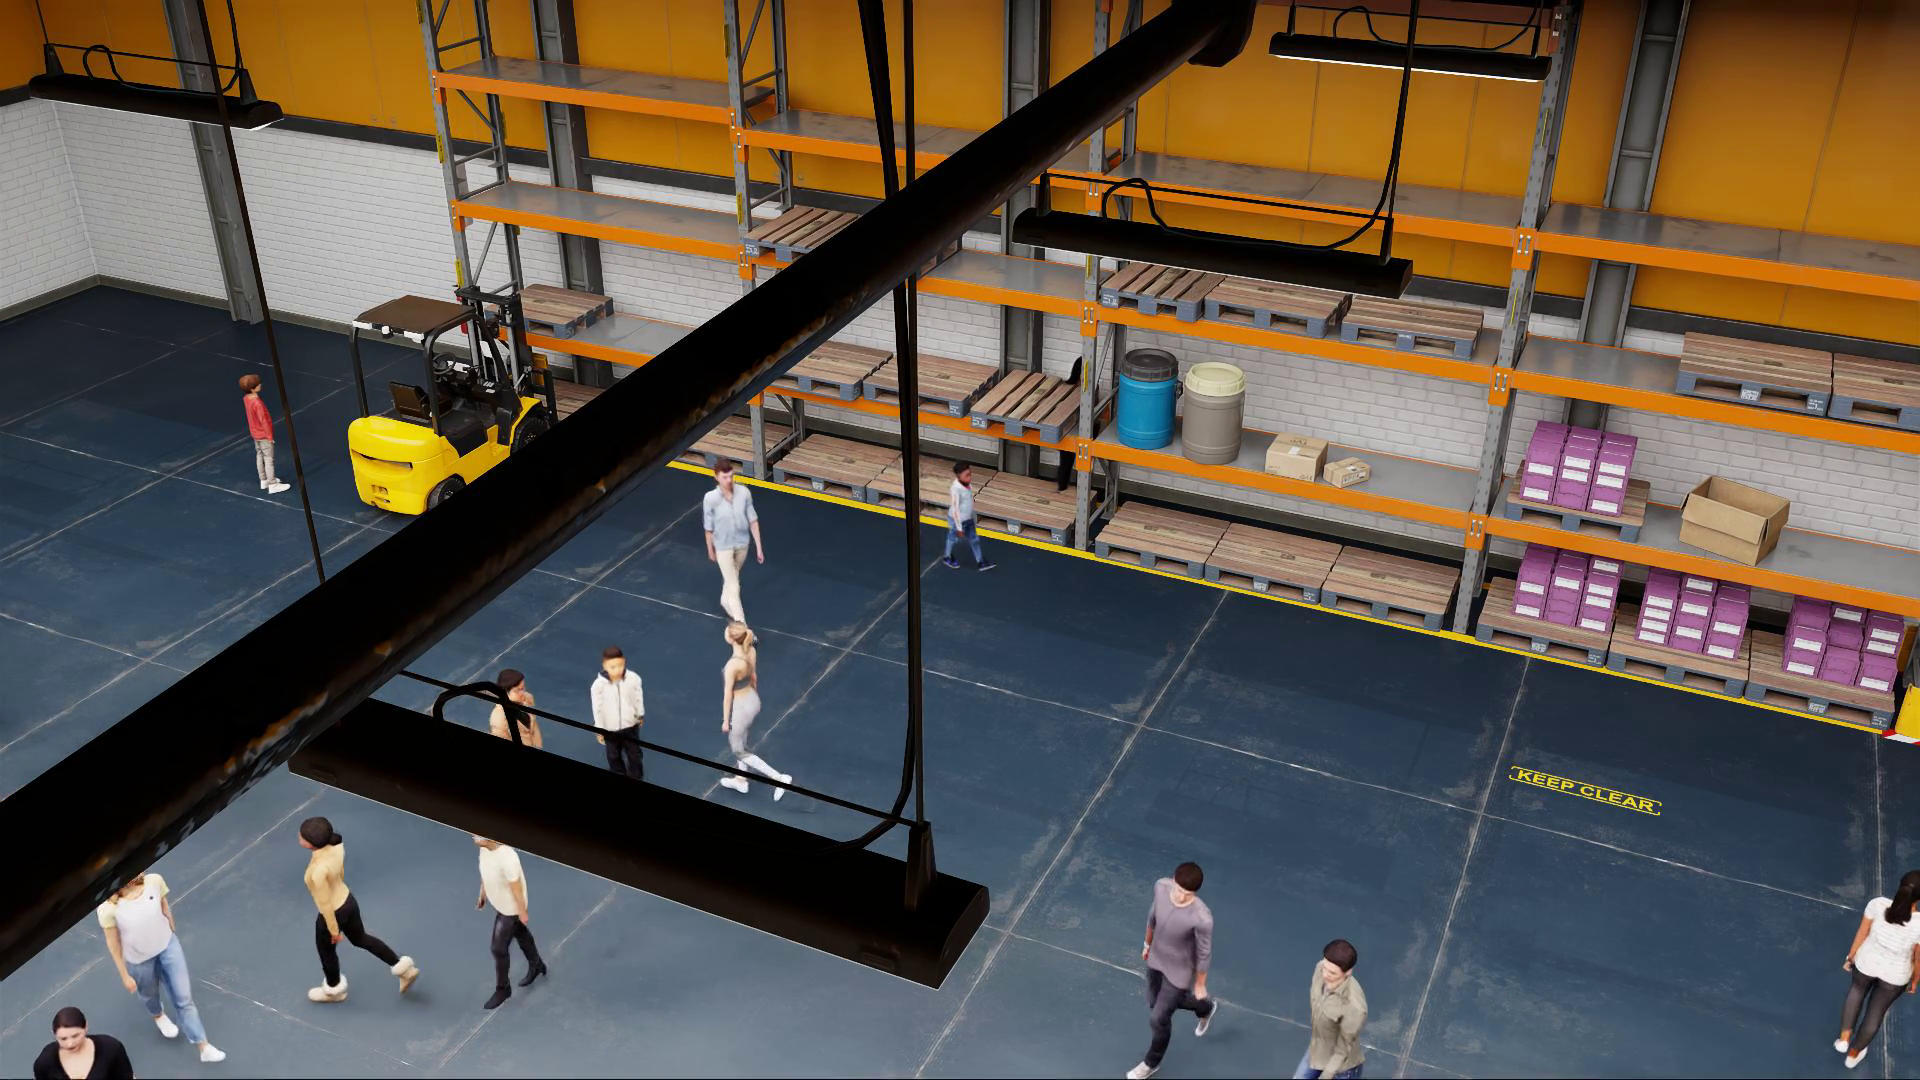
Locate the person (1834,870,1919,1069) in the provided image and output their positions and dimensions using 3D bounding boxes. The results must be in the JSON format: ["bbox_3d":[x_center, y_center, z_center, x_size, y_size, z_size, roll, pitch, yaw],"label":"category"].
[{"bbox_3d":[6.095,2.890,11.050,0.733,1.636,0.637,-25,38,-38],"label":"person"}]

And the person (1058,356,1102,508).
[{"bbox_3d":[1.316,-1.201,18.364,0.771,1.814,0.831,-10,30,-18],"label":"person"}]

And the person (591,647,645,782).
[{"bbox_3d":[-2.861,1.479,13.844,0.774,1.436,0.835,-10,30,-18],"label":"person"}]

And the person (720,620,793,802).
[{"bbox_3d":[-1.719,1.435,13.662,0.937,1.687,0.596,11,31,19],"label":"person"}]

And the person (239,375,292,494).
[{"bbox_3d":[-7.906,-1.215,18.804,0.508,1.417,0.637,24,36,36],"label":"person"}]

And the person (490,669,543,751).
[{"bbox_3d":[-3.529,1.740,13.108,1.110,1.682,0.678,13,31,23],"label":"person"}]

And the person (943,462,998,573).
[{"bbox_3d":[-0.032,-0.249,17.228,0.885,1.229,0.608,19,34,31],"label":"person"}]

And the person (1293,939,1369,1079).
[{"bbox_3d":[2.399,3.198,10.295,1.197,1.817,1.147,-10,30,-18],"label":"person"}]

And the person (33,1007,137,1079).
[{"bbox_3d":[-5.155,3.418,9.972,0.999,1.741,1.049,-9,30,-16],"label":"person"}]

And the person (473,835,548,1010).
[{"bbox_3d":[-3.126,2.544,11.752,0.843,1.571,0.813,-20,34,-32],"label":"person"}]

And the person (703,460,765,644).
[{"bbox_3d":[-2.234,0.034,16.119,1.106,1.795,1.303,-16,32,-27],"label":"person"}]

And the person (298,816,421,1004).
[{"bbox_3d":[-4.262,2.588,11.602,1.116,1.637,0.786,4,29,7],"label":"person"}]

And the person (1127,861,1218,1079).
[{"bbox_3d":[1.484,2.804,11.027,1.087,1.808,1.085,-15,32,-25],"label":"person"}]

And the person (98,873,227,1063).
[{"bbox_3d":[-5.529,2.767,11.227,1.136,1.681,0.790,20,34,32],"label":"person"}]
